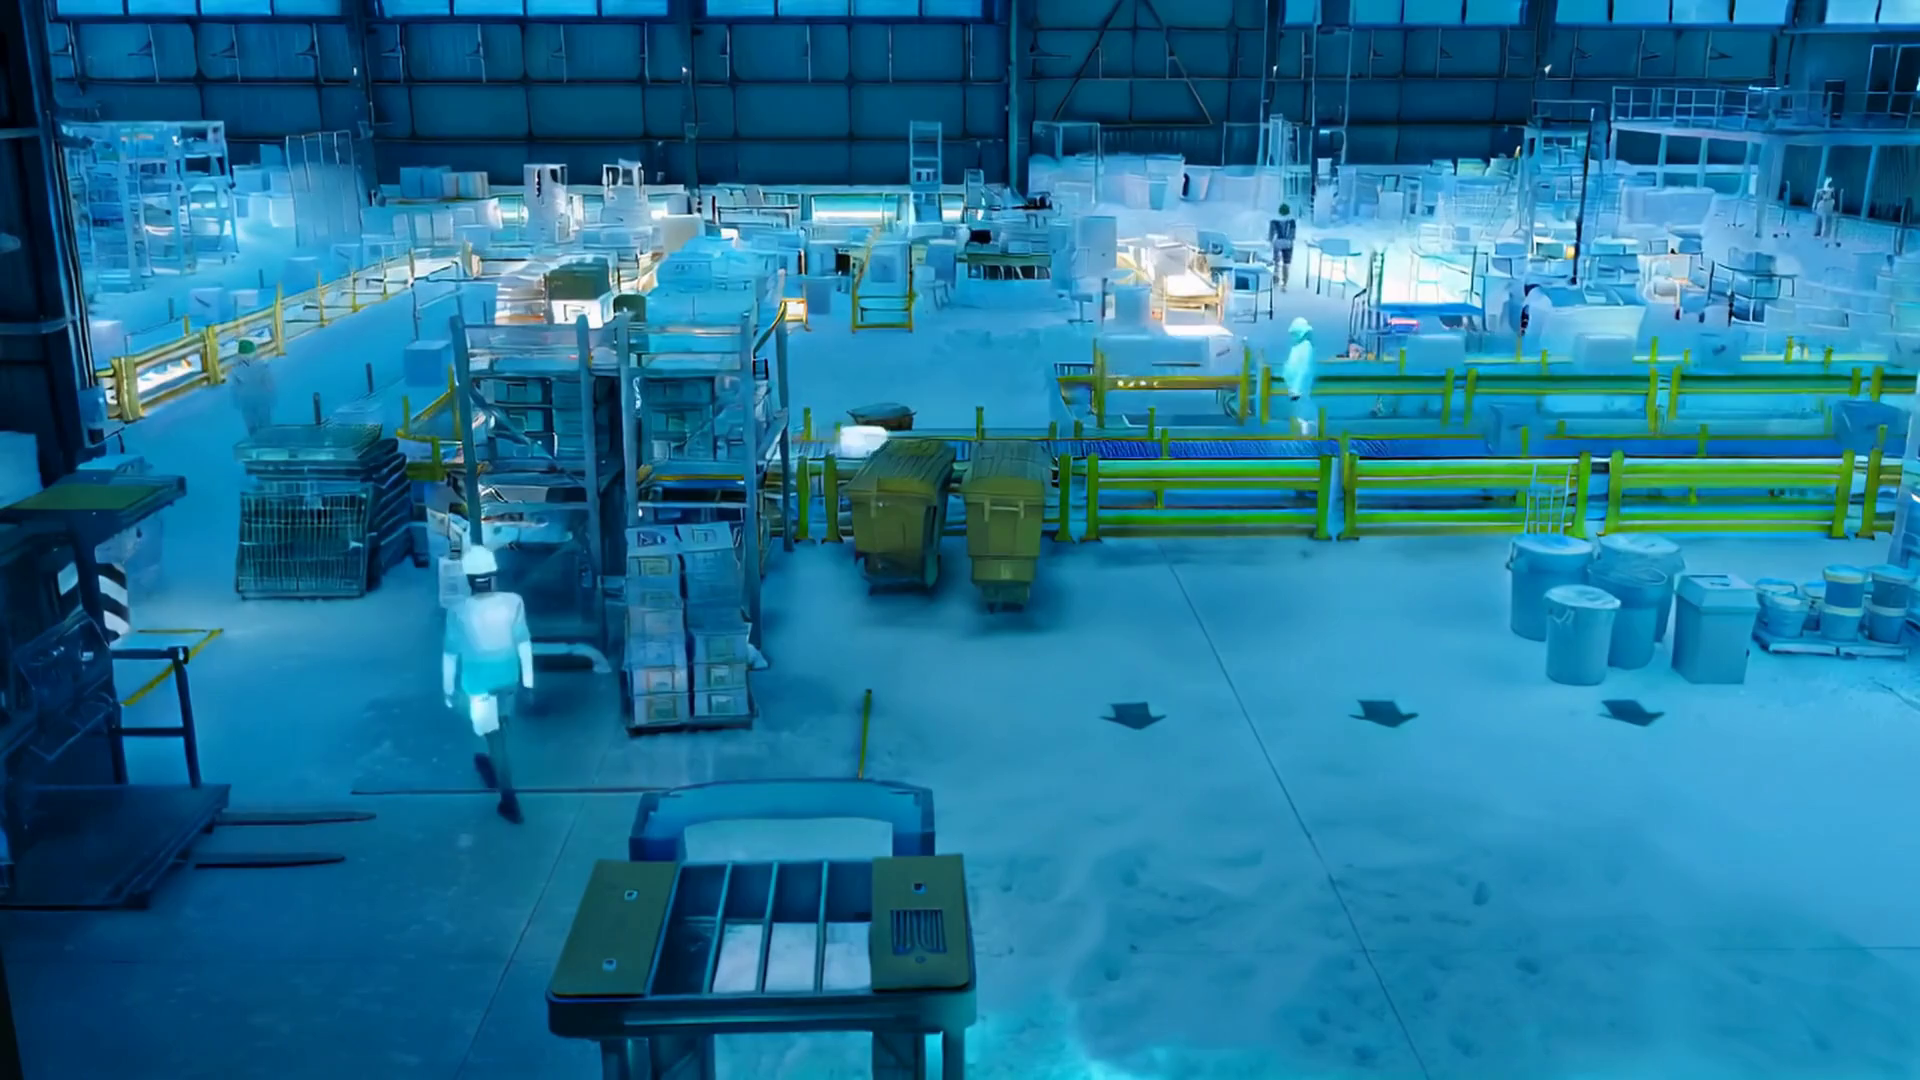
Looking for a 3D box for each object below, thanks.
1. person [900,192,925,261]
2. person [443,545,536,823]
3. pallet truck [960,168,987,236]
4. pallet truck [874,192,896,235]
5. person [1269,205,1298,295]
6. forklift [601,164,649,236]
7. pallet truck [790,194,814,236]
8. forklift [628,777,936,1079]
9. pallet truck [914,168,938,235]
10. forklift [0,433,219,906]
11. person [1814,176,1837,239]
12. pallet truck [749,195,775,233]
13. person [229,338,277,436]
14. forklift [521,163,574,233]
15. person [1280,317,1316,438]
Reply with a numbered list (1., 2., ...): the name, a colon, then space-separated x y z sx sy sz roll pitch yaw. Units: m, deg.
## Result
1. person: -1.314 -8.008 42.744 0.980 1.860 0.659 -2 16 -7
2. person: -3.298 0.951 11.534 0.572 1.884 0.972 -12 20 -35
3. pallet truck: 0.383 -10.230 50.206 0.823 1.965 1.885 -1 16 -3
4. pallet truck: -2.277 -9.986 50.594 0.653 1.274 1.630 0 16 -1
5. person: 7.261 -6.555 37.459 0.616 1.999 1.038 2 16 7
6. forklift: -9.948 -10.127 49.296 1.157 1.987 2.680 -1 16 -3
7. pallet truck: -4.814 -9.883 50.259 0.704 1.261 1.522 -1 16 -3
8. forklift: -0.542 2.165 5.552 1.129 2.768 1.873 -1 16 -2
9. pallet truck: -0.989 -10.316 50.507 0.823 1.965 1.885 1 16 3
10. forklift: -5.952 0.780 10.366 1.873 2.768 1.129 0 16 -1
11. person: 25.465 -9.786 48.951 0.506 1.838 0.351 3 16 11
12. pallet truck: -6.051 -9.967 50.660 0.680 1.201 1.601 0 16 -1
13. person: -8.938 -1.717 21.091 0.532 1.739 0.795 -4 17 -15
14. forklift: -12.233 -10.122 49.298 1.157 1.987 2.680 0 16 -1
15. person: 4.492 -2.049 22.096 0.423 1.819 0.598 1 16 3
